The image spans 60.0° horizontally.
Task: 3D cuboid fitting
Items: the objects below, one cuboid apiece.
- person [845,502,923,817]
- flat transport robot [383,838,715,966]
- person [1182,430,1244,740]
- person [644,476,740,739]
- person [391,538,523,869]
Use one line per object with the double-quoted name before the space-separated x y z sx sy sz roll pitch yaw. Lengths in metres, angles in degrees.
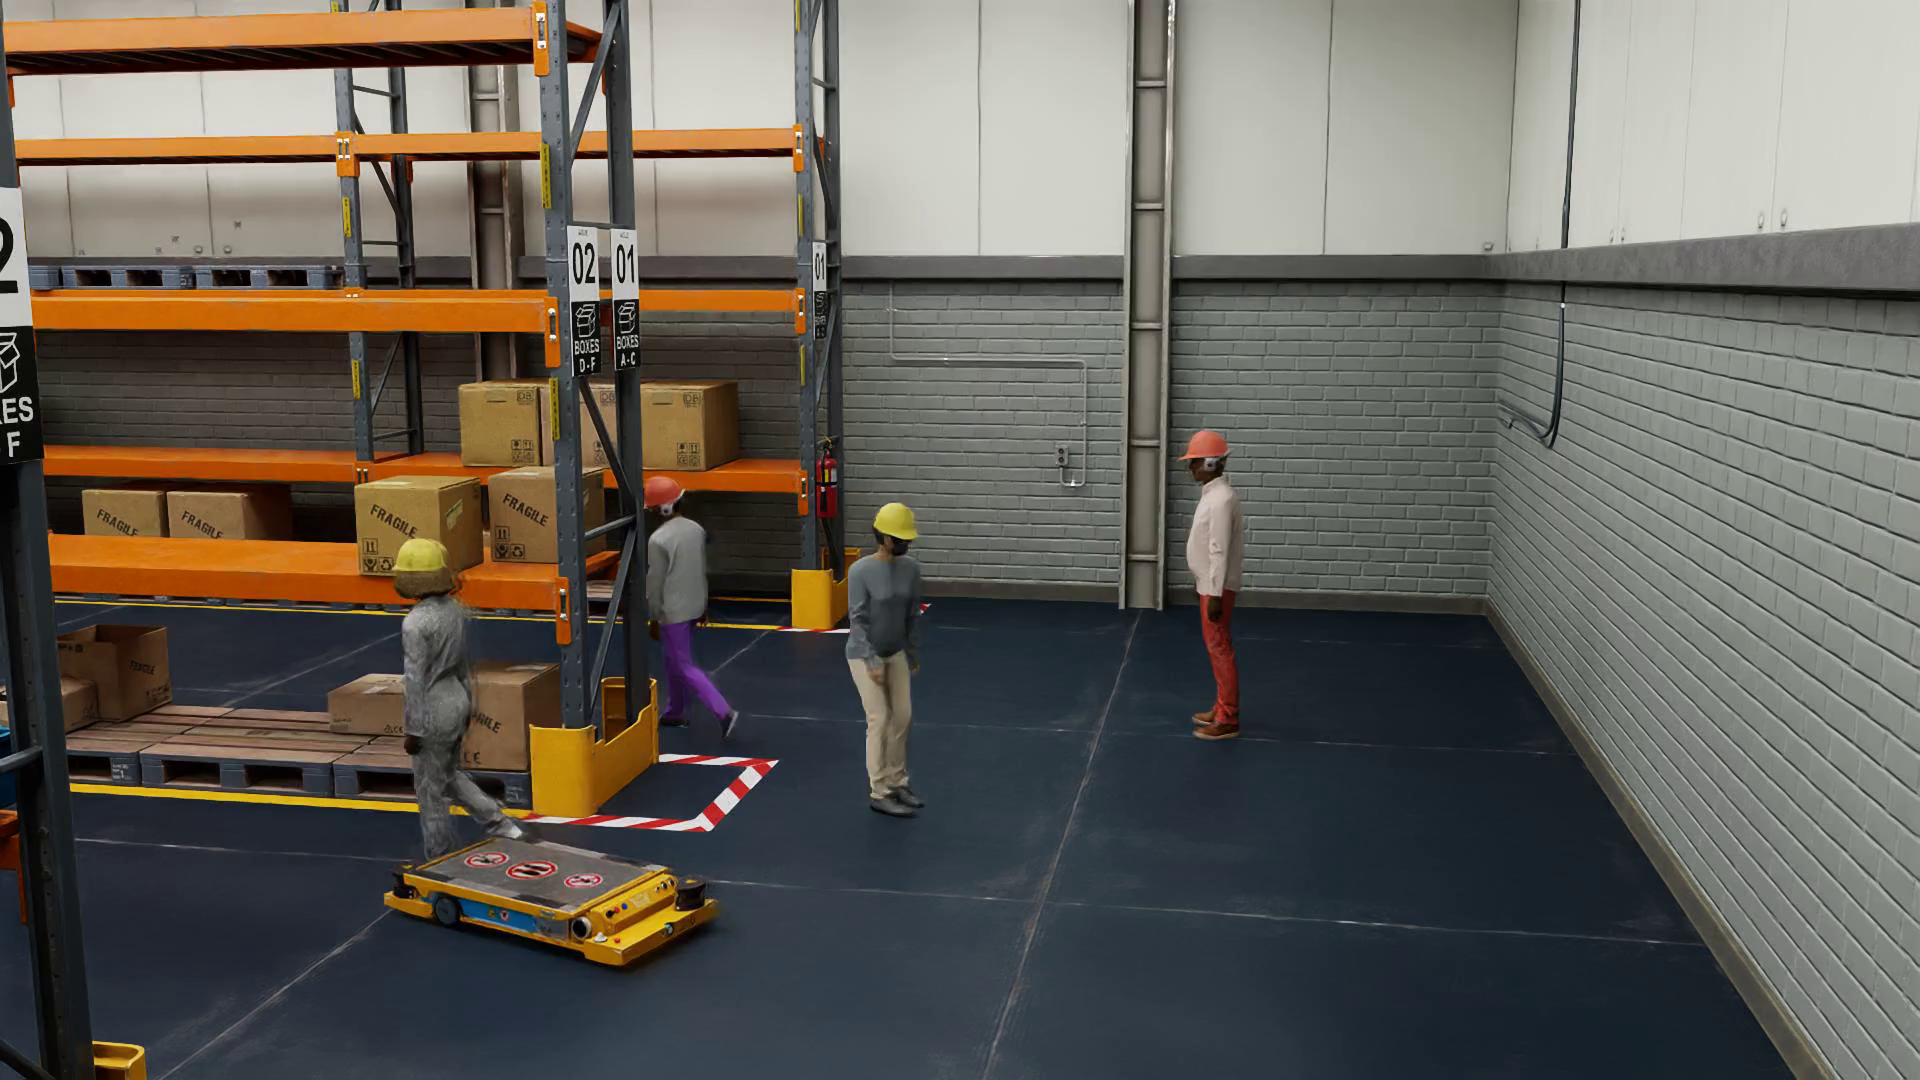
"person" -0.394 0.645 9.179 0.422 1.740 0.554 8 12 42
"flat transport robot" -1.904 1.625 7.676 1.431 0.197 0.652 5 10 28
"person" 1.623 0.283 10.725 0.416 1.981 0.634 1 9 4
"person" -1.736 0.433 10.633 0.762 1.714 0.575 4 10 22
"person" -2.467 0.846 8.008 0.503 1.732 0.495 1 9 8
